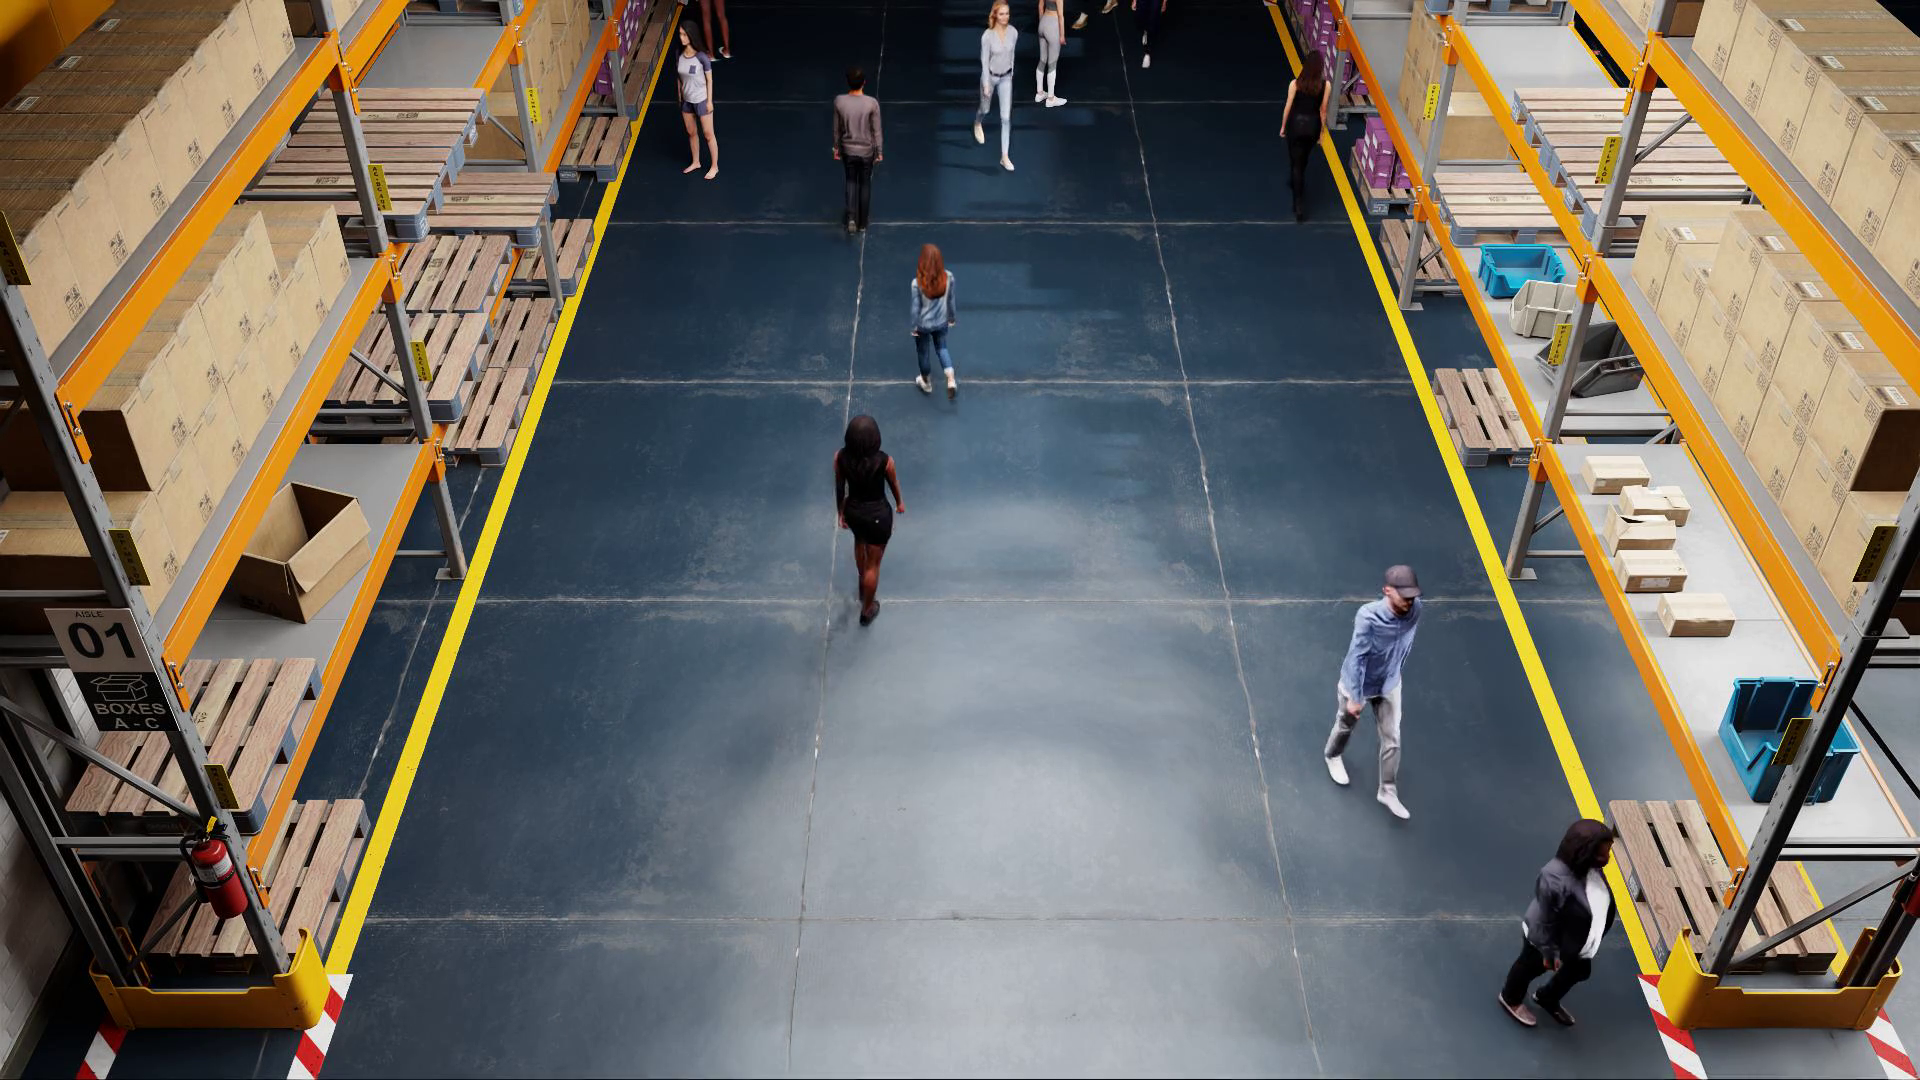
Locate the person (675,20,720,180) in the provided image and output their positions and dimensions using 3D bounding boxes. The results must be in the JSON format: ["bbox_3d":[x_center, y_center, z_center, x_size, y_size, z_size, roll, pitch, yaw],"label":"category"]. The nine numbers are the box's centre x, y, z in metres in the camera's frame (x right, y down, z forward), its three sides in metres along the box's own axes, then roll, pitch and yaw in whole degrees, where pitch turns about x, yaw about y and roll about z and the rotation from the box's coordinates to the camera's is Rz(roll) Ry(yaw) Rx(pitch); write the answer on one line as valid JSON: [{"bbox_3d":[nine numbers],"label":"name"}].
[{"bbox_3d":[-2.788,-4.671,17.602,0.673,1.706,0.676,20,43,23],"label":"person"}]

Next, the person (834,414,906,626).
[{"bbox_3d":[-0.684,-0.097,11.865,0.729,1.717,0.865,12,40,14],"label":"person"}]

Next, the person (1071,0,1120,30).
[{"bbox_3d":[1.784,-7.489,21.024,1.183,1.838,1.172,-30,48,-32],"label":"person"}]

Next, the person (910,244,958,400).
[{"bbox_3d":[-0.214,-1.835,14.245,0.768,1.464,0.902,-18,42,-21],"label":"person"}]

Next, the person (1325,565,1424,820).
[{"bbox_3d":[2.571,0.842,10.576,0.841,1.860,1.046,-9,40,-12],"label":"person"}]

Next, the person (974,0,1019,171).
[{"bbox_3d":[0.344,-4.949,17.911,0.886,1.755,1.278,-13,40,-15],"label":"person"}]

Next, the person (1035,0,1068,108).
[{"bbox_3d":[1.031,-5.835,19.060,0.704,1.705,0.608,-23,44,-26],"label":"person"}]

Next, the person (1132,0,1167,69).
[{"bbox_3d":[2.302,-6.566,20.048,0.754,1.614,0.977,11,40,13],"label":"person"}]

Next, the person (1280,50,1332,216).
[{"bbox_3d":[3.507,-4.126,16.965,0.584,1.649,1.094,0,39,0],"label":"person"}]

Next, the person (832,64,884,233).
[{"bbox_3d":[-1.035,-3.815,16.490,0.722,1.756,0.849,4,39,4],"label":"person"}]

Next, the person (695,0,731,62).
[{"bbox_3d":[-3.024,-6.666,20.087,0.687,1.722,0.731,-27,46,-30],"label":"person"}]

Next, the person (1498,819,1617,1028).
[{"bbox_3d":[3.253,2.098,9.228,0.811,1.579,0.855,-25,45,-28],"label":"person"}]
